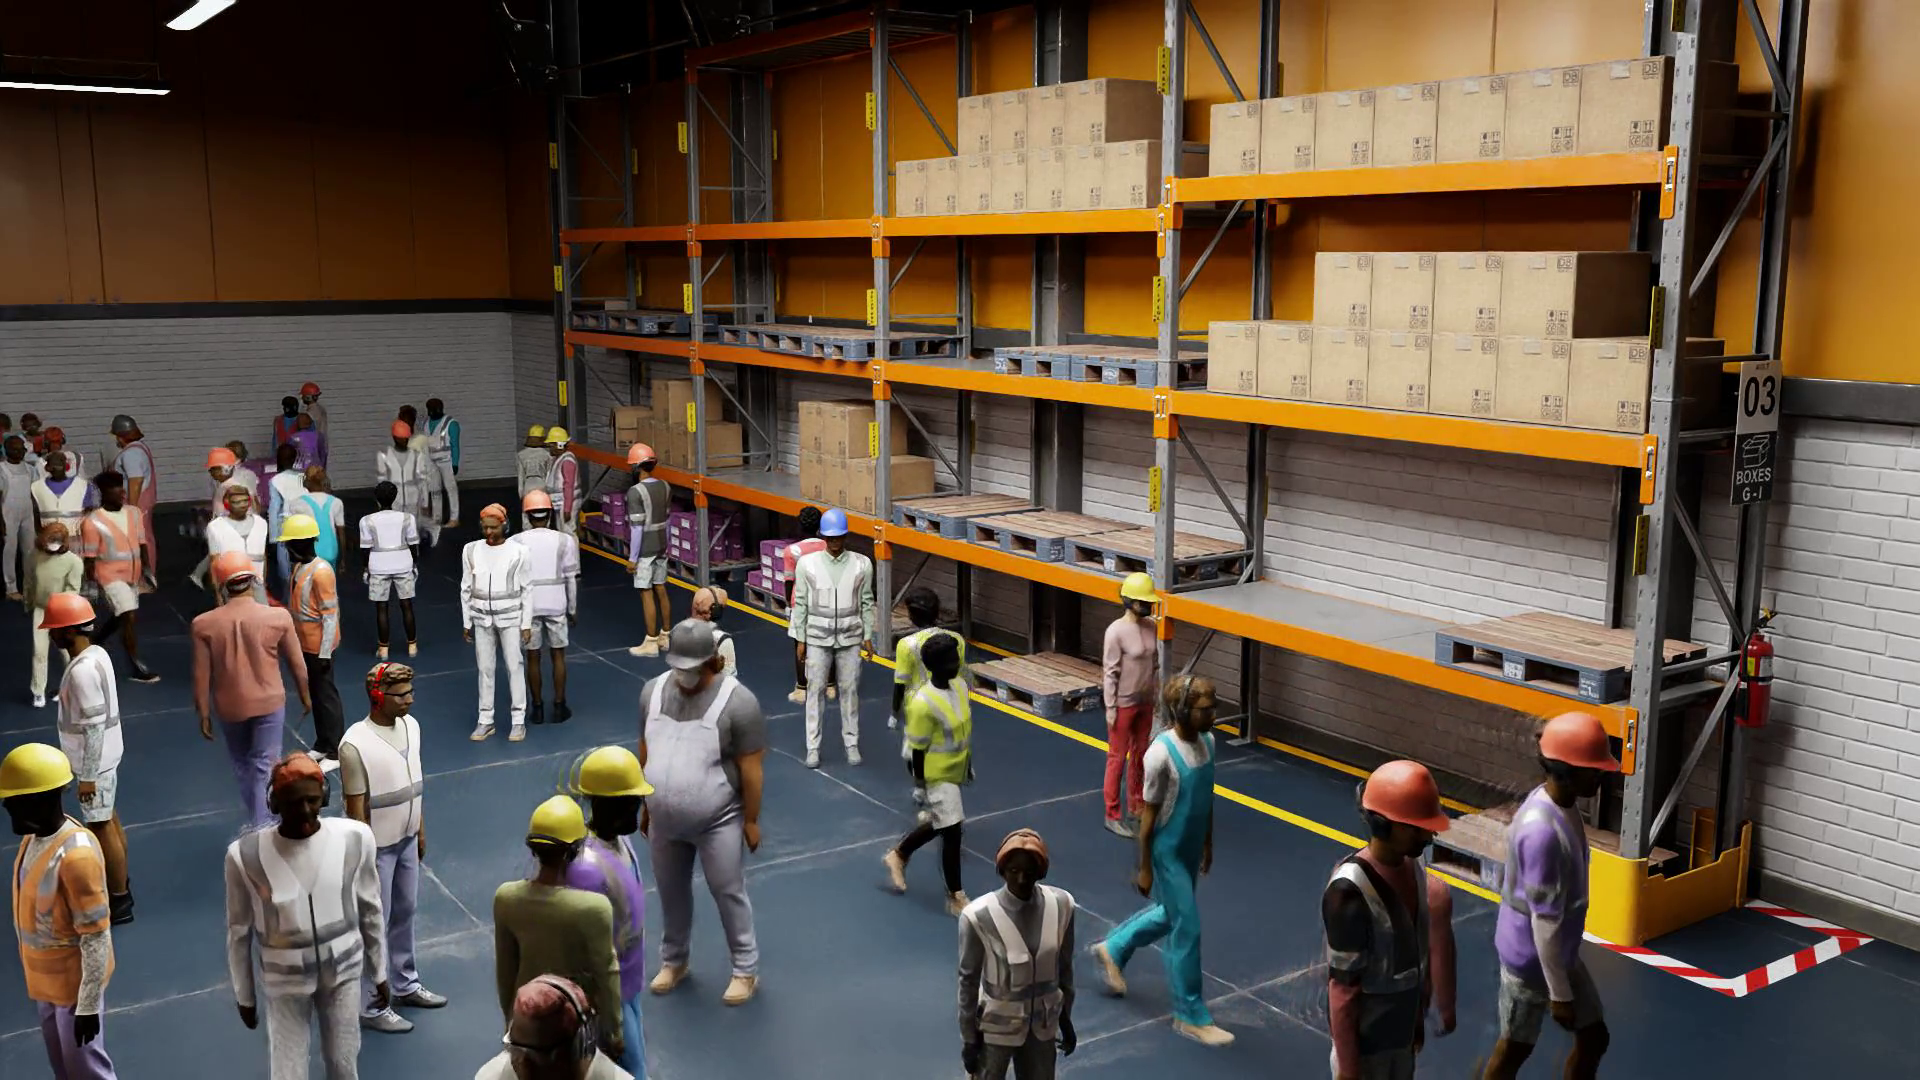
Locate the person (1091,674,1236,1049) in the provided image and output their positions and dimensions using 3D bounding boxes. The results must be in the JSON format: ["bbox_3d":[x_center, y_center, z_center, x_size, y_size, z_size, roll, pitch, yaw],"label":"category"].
[{"bbox_3d":[1.001,1.519,8.190,0.842,1.820,0.517,8,12,39],"label":"person"}]

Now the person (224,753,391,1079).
[{"bbox_3d":[-2.621,1.746,6.699,0.583,1.870,0.504,-6,11,-31],"label":"person"}]

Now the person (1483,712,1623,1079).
[{"bbox_3d":[2.442,1.674,6.653,0.777,2.012,0.622,6,11,32],"label":"person"}]

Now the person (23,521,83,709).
[{"bbox_3d":[-7.667,0.628,14.034,0.566,1.592,0.672,-1,10,-5],"label":"person"}]

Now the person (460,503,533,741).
[{"bbox_3d":[-3.637,0.647,13.076,0.575,1.885,0.355,1,10,3],"label":"person"}]

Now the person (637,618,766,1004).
[{"bbox_3d":[-1.354,1.352,8.484,0.702,2.000,0.535,4,10,20],"label":"person"}]

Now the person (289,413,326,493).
[{"bbox_3d":[-9.089,-0.954,23.206,0.514,1.637,0.314,-9,13,-44],"label":"person"}]

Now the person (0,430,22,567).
[{"bbox_3d":[-11.691,-0.507,20.233,0.325,1.752,0.559,6,11,31],"label":"person"}]

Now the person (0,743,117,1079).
[{"bbox_3d":[-3.554,1.734,6.571,0.595,1.925,0.373,9,13,44],"label":"person"}]

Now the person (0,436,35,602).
[{"bbox_3d":[-10.446,-0.241,18.444,0.343,1.839,0.510,4,10,21],"label":"person"}]

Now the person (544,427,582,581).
[{"bbox_3d":[-4.663,-0.422,19.553,0.406,1.824,0.588,-5,11,-25],"label":"person"}]

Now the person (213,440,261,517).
[{"bbox_3d":[-7.837,-0.165,18.003,0.540,1.827,0.483,2,10,13],"label":"person"}]

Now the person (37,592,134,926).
[{"bbox_3d":[-4.953,1.243,9.430,0.375,1.933,0.550,-4,10,-22],"label":"person"}]

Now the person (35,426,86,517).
[{"bbox_3d":[-10.240,-0.359,18.978,0.354,1.886,0.572,5,11,28],"label":"person"}]

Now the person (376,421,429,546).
[{"bbox_3d":[-6.491,-0.440,19.456,0.551,1.887,0.963,-5,11,-27],"label":"person"}]

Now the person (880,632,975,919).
[{"bbox_3d":[-0.158,1.339,9.630,0.756,1.672,0.537,5,11,26],"label":"person"}]

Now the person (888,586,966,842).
[{"bbox_3d":[-0.146,1.140,10.797,0.544,1.669,0.646,-8,13,-40],"label":"person"}]

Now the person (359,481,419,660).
[{"bbox_3d":[-5.390,0.288,15.734,0.533,1.695,0.320,-5,11,-26],"label":"person"}]

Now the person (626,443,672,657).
[{"bbox_3d":[-2.994,0.095,15.858,0.387,2.039,0.615,4,11,23],"label":"person"}]

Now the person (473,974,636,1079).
[{"bbox_3d":[-1.091,2.091,4.599,0.652,1.893,0.499,3,10,18],"label":"person"}]

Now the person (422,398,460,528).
[{"bbox_3d":[-7.310,-1.082,23.390,0.637,1.836,0.430,4,11,23],"label":"person"}]

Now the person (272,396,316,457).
[{"bbox_3d":[-9.456,-1.122,23.592,0.625,1.844,0.429,1,10,4],"label":"person"}]

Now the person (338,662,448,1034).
[{"bbox_3d":[-2.837,1.500,8.221,0.394,1.836,0.560,2,10,14],"label":"person"}]

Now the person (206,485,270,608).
[{"bbox_3d":[-6.284,0.423,14.552,0.454,1.829,0.578,8,13,41],"label":"person"}]

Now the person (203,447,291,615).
[{"bbox_3d":[-7.033,0.061,16.294,0.786,1.974,0.621,-7,12,-35],"label":"person"}]

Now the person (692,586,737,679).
[{"bbox_3d":[-1.658,1.119,11.026,0.523,1.638,0.310,8,13,41],"label":"person"}]

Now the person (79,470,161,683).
[{"bbox_3d":[-7.640,0.305,14.976,0.930,1.926,0.600,3,10,17],"label":"person"}]

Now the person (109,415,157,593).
[{"bbox_3d":[-9.403,-0.415,18.855,0.536,2.000,0.684,-3,10,-17],"label":"person"}]

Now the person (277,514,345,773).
[{"bbox_3d":[-4.783,0.762,12.281,0.381,1.924,0.593,-7,12,-36],"label":"person"}]

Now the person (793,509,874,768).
[{"bbox_3d":[-0.939,0.728,12.411,0.602,1.949,0.390,-2,10,-10],"label":"person"}]

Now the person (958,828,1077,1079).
[{"bbox_3d":[0.221,1.903,6.436,0.515,1.636,0.315,-5,11,-26],"label":"person"}]

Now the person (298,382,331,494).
[{"bbox_3d":[-9.337,-1.282,24.077,0.379,1.996,0.609,-1,10,-4],"label":"person"}]

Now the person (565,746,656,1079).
[{"bbox_3d":[-1.430,1.742,6.586,0.560,1.912,0.586,-1,10,-4],"label":"person"}]

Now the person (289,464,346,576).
[{"bbox_3d":[-6.130,0.186,15.959,0.524,1.825,0.591,-9,13,-42],"label":"person"}]

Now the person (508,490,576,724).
[{"bbox_3d":[-3.415,0.546,13.601,0.551,1.914,0.434,-3,10,-16],"label":"person"}]

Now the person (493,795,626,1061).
[{"bbox_3d":[-1.534,1.848,6.411,0.534,1.760,0.343,3,10,19],"label":"person"}]

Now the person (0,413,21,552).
[{"bbox_3d":[-12.313,-0.749,21.545,0.957,1.799,0.613,7,12,34],"label":"person"}]

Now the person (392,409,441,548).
[{"bbox_3d":[-6.923,-0.732,21.129,0.598,1.901,0.732,6,11,32],"label":"person"}]

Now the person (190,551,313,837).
[{"bbox_3d":[-4.479,1.037,10.547,0.667,1.959,0.664,-2,10,-14],"label":"person"}]

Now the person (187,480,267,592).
[{"bbox_3d":[-8.402,-0.205,18.916,0.774,1.607,0.522,-8,13,-39],"label":"person"}]

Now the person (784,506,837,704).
[{"bbox_3d":[-1.259,0.551,14.210,0.531,1.691,0.318,-5,11,-26],"label":"person"}]

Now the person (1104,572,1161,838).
[{"bbox_3d":[1.147,1.074,10.947,0.335,1.759,0.520,9,13,43],"label":"person"}]

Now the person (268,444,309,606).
[{"bbox_3d":[-6.815,-0.045,17.125,0.719,1.888,0.621,2,10,13],"label":"person"}]

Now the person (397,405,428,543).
[{"bbox_3d":[-7.311,-0.882,22.167,0.338,1.846,0.514,1,10,7],"label":"person"}]

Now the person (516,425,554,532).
[{"bbox_3d":[-5.244,-0.565,20.643,0.488,1.733,0.328,1,10,6],"label":"person"}]

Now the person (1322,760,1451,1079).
[{"bbox_3d":[1.541,1.775,6.037,0.411,2.032,0.611,8,13,40],"label":"person"}]

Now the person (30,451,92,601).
[{"bbox_3d":[-9.337,-0.046,17.369,0.576,1.816,0.879,-4,10,-20],"label":"person"}]
